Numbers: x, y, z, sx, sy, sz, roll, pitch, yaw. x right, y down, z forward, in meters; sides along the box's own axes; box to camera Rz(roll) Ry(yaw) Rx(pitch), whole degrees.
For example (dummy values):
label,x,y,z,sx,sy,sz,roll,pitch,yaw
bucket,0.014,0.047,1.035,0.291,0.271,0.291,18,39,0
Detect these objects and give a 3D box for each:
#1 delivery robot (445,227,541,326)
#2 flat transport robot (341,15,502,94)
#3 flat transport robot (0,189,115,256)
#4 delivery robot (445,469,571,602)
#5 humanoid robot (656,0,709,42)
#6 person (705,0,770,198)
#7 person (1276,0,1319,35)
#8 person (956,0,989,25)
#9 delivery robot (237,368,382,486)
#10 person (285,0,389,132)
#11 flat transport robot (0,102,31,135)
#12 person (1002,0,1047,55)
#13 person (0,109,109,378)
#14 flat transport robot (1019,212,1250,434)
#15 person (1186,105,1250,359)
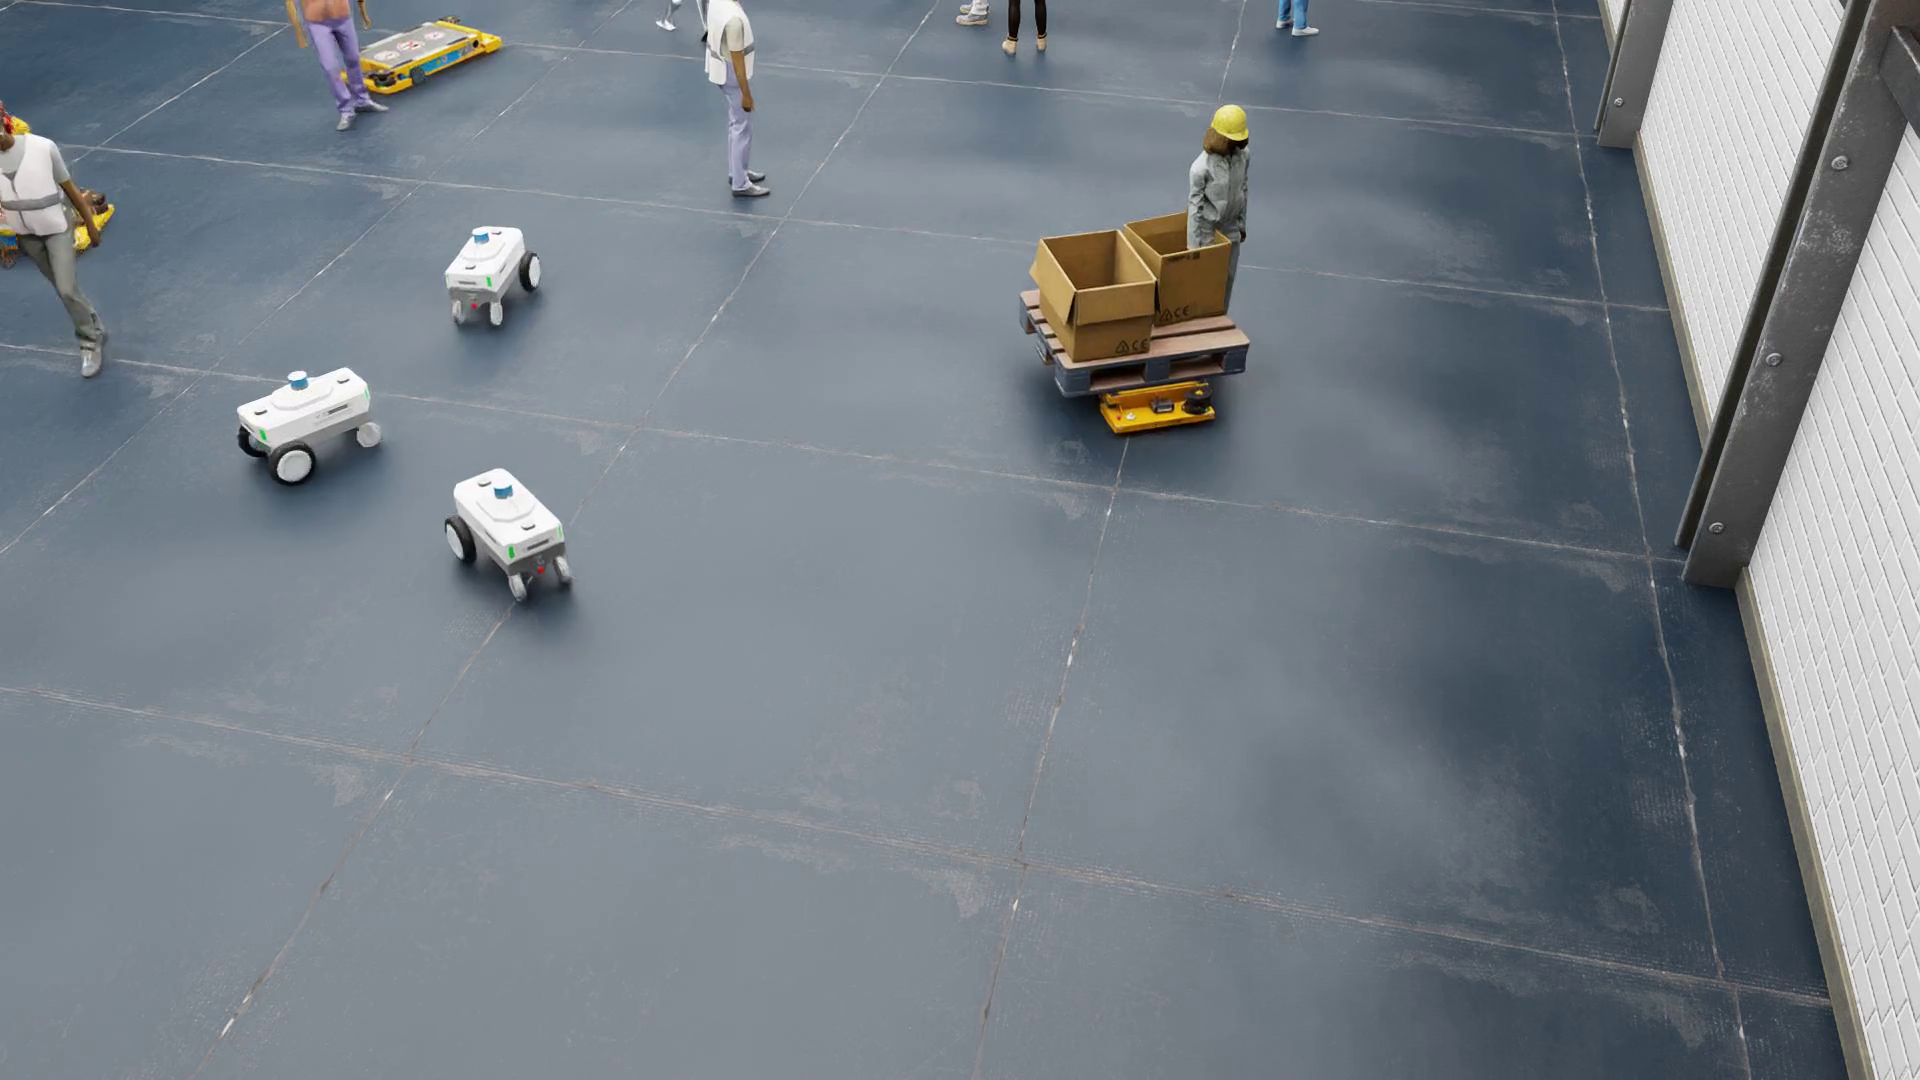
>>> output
label,x,y,z,sx,sy,sz,roll,pitch,yaw
delivery robot,-3.257,-1.867,11.493,0.499,0.613,0.811,4,37,5
flat transport robot,-4.920,-4.416,15.128,0.659,0.231,1.431,20,41,25
flat transport robot,-7.142,-2.349,12.362,1.431,0.231,0.659,-3,37,-3
delivery robot,-2.455,-0.074,9.072,0.499,0.587,0.788,-26,44,-30
humanoid robot,-2.591,-5.445,15.310,0.532,1.775,0.997,-27,44,-31
person,-1.707,-3.482,12.573,0.403,1.829,0.581,-11,38,-14
person,3.211,-5.595,15.487,0.367,1.727,0.492,-17,40,-21
person,0.149,-5.834,15.677,0.353,1.884,0.579,5,37,7
delivery robot,-3.908,-0.727,9.948,0.785,0.589,0.499,-29,46,-33
person,-5.177,-4.295,13.686,0.677,1.804,0.459,-21,41,-25
flat transport robot,-8.466,-3.262,13.584,0.659,0.231,1.431,27,45,31
person,0.618,-5.284,15.110,0.544,1.685,0.322,-9,38,-11
person,-5.791,-1.890,10.461,0.590,1.801,0.732,-2,37,-3
flat transport robot,1.082,-1.167,10.780,0.659,0.231,1.431,-9,38,-12
person,1.647,-1.953,10.613,0.489,1.730,0.320,-26,44,-30
